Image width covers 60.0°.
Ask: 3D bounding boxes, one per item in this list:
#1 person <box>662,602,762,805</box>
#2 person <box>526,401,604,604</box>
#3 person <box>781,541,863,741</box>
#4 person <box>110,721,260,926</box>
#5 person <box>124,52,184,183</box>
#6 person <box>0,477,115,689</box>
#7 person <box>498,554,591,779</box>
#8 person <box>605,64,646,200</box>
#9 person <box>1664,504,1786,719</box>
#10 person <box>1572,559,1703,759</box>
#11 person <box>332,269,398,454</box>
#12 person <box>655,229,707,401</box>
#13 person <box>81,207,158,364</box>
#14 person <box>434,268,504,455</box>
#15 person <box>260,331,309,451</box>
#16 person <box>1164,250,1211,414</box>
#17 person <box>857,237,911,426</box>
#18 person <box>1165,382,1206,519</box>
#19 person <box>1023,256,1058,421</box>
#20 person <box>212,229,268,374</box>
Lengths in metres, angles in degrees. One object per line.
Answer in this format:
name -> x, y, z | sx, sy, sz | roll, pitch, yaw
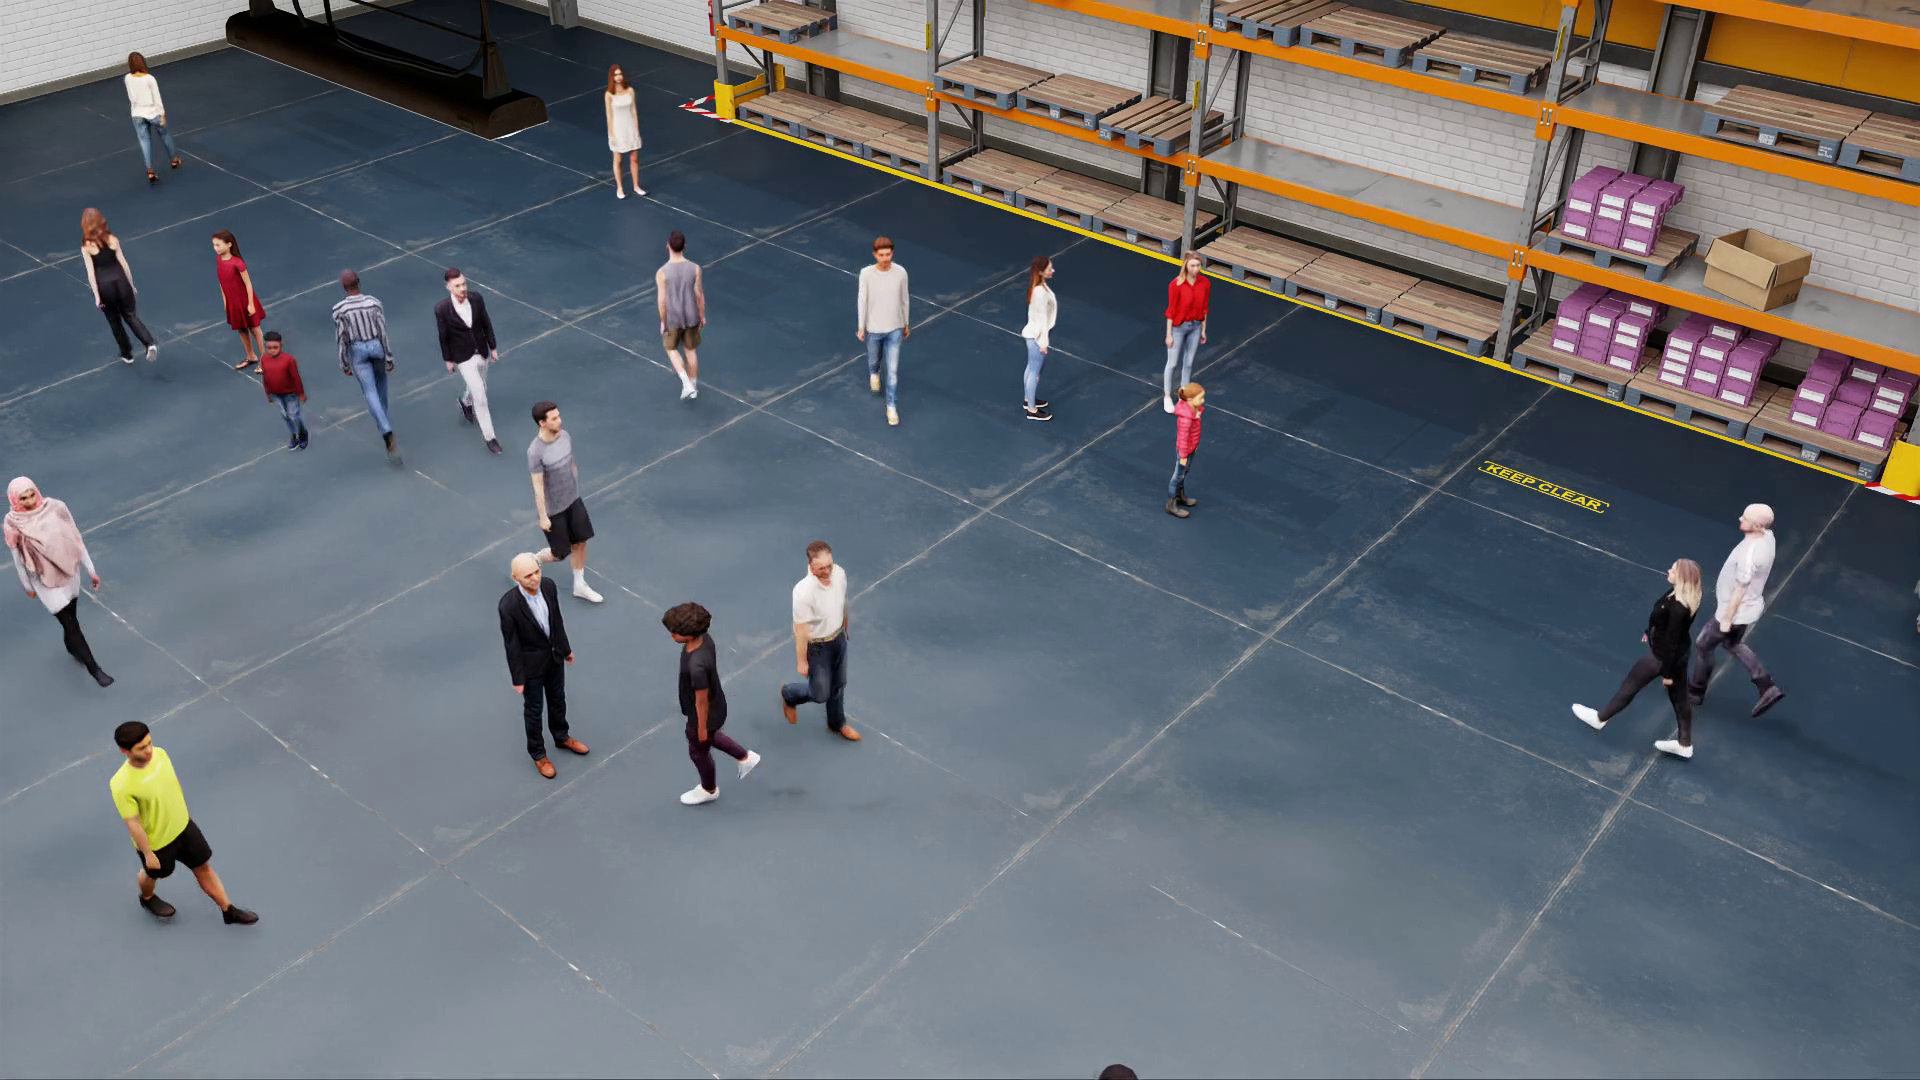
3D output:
person -> -1.713, 1.142, 11.578 | 0.975, 1.759, 0.924 | -3, 34, -5
person -> -3.368, -0.311, 13.680 | 0.988, 1.851, 0.755 | 18, 38, 25
person -> -1.082, 0.727, 12.138 | 0.835, 1.830, 0.707 | 22, 39, 29
person -> -5.169, 1.836, 10.617 | 1.196, 1.666, 0.918 | 10, 35, 15
person -> -10.586, -5.457, 21.614 | 1.072, 1.639, 1.092 | 0, 34, 1
person -> -7.041, 0.264, 12.898 | 1.140, 1.761, 0.648 | 23, 40, 31
person -> -3.028, 0.858, 11.968 | 0.574, 1.800, 0.686 | 23, 40, 30
person -> -4.283, -5.214, 21.183 | 0.630, 1.712, 0.630 | -16, 37, -23
person -> 5.890, 0.551, 12.423 | 1.012, 1.808, 0.694 | 23, 40, 30
person -> 5.226, 0.891, 12.062 | 1.116, 1.641, 0.653 | 23, 40, 30
person -> -5.588, -1.675, 15.821 | 0.947, 1.754, 1.248 | -17, 37, -24
person -> -2.757, -2.182, 16.593 | 0.803, 1.833, 0.903 | -14, 36, -21
person -> -8.709, -2.570, 17.191 | 0.928, 1.728, 0.575 | 25, 41, 32
person -> -4.721, -1.777, 15.926 | 0.786, 1.807, 1.200 | -27, 42, -34
person -> -6.456, -1.467, 15.970 | 0.572, 1.243, 0.658 | 4, 34, 6
person -> 2.230, -2.082, 16.477 | 0.689, 1.704, 0.693 | -10, 35, -14
person -> -0.762, -2.137, 16.400 | 1.140, 1.882, 1.218 | -4, 34, -6
person -> 2.020, -0.832, 14.950 | 0.548, 1.314, 0.552 | 15, 36, 21
person -> 0.771, -2.007, 16.376 | 0.754, 1.691, 0.706 | -1, 34, -2
person -> -7.458, -2.493, 17.232 | 0.622, 1.553, 0.687 | 13, 36, 19
